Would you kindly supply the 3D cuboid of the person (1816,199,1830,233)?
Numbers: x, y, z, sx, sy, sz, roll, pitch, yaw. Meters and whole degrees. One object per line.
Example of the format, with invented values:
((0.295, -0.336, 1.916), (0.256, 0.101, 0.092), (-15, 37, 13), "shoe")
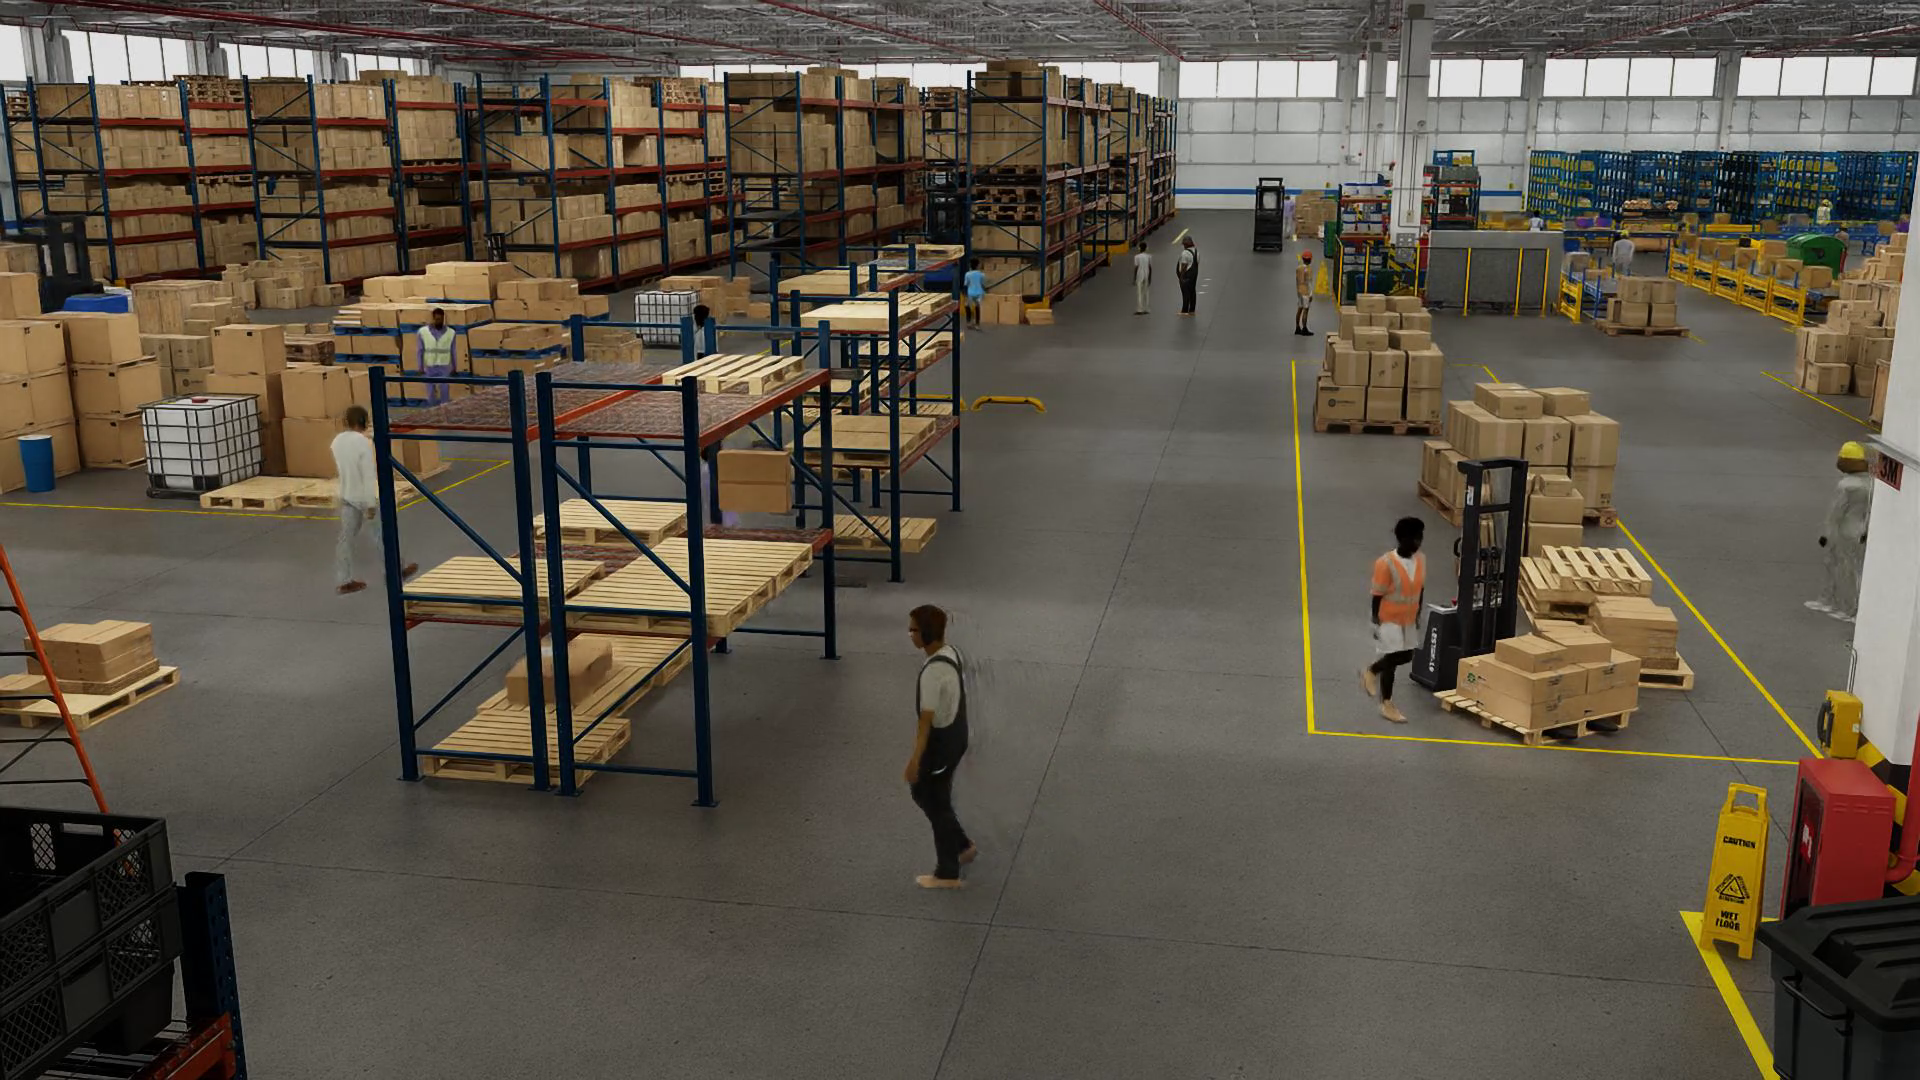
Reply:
((35.692, -13.150, 68.745), (0.404, 1.835, 0.587), (-6, 15, -24), "person")

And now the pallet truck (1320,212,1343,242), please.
((15.874, -13.227, 70.310), (0.680, 1.201, 1.601), (10, 17, 35), "pallet truck")

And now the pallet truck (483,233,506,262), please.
((-11.832, -7.026, 43.548), (1.885, 1.965, 0.823), (8, 16, 28), "pallet truck")

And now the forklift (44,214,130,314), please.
((-19.275, -5.659, 36.177), (1.873, 2.768, 1.129), (3, 14, 10), "forklift")

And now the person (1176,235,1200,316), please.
((5.730, -6.693, 42.106), (0.535, 2.000, 0.673), (12, 18, 40), "person")

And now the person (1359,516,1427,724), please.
((3.423, 0.592, 13.266), (0.551, 1.674, 0.558), (-8, 16, -29), "person")

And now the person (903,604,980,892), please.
((-0.151, 1.277, 10.185), (0.412, 1.827, 0.528), (2, 14, 6), "person")

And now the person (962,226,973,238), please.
((0.242, -9.491, 53.870), (0.644, 1.861, 1.006), (4, 14, 16), "person")

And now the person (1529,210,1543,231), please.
((21.644, -11.553, 62.575), (0.531, 1.690, 0.322), (8, 16, 30), "person")

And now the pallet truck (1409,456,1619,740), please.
((4.504, 0.400, 13.395), (0.823, 1.965, 1.885), (-6, 15, -23), "pallet truck")

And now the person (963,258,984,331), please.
((0.304, -5.782, 39.155), (0.540, 1.673, 0.630), (-5, 15, -21), "person")

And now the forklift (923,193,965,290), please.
((-0.405, -8.797, 48.920), (1.129, 2.768, 1.873), (3, 14, 10), "forklift")

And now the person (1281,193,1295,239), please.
((14.238, -14.081, 72.312), (0.635, 1.937, 0.352), (4, 14, 14), "person")

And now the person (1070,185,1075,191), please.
((6.122, -18.408, 90.371), (0.530, 1.690, 0.815), (3, 14, 13), "person")

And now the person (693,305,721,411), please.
((-3.994, -2.720, 26.160), (0.391, 1.956, 0.606), (4, 14, 15), "person")

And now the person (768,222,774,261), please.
((-6.182, -10.048, 55.763), (0.627, 2.014, 0.588), (3, 14, 14), "person")

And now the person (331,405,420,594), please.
((-6.033, -0.441, 16.999), (0.650, 1.898, 0.961), (9, 16, 31), "person")

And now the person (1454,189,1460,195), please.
((22.793, -15.115, 76.420), (0.664, 1.975, 0.487), (9, 16, 32), "person")

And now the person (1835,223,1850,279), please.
((27.871, -9.137, 52.594), (0.312, 1.768, 0.522), (-7, 15, -26), "person")

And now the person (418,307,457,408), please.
((-8.334, -2.778, 26.528), (0.623, 1.889, 0.592), (-6, 15, -22), "person")

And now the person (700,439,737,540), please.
((-2.256, -0.160, 15.894), (0.671, 1.892, 0.609), (2, 14, 9), "person")

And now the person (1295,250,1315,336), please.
((7.928, -5.659, 38.125), (0.368, 1.933, 0.553), (-6, 15, -23), "person")

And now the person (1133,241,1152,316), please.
((4.626, -6.639, 42.252), (0.518, 1.865, 0.323), (-6, 15, -22), "person")

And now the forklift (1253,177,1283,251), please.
((12.083, -12.747, 64.956), (1.129, 2.768, 1.873), (3, 14, 10), "forklift")

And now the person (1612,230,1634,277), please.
((19.262, -8.132, 48.448), (0.593, 1.792, 0.869), (3, 14, 11), "person")

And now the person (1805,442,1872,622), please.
((8.409, -0.097, 15.958), (0.512, 1.716, 0.684), (-11, 17, -37), "person")

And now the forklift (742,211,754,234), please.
((-9.066, -15.171, 74.797), (1.129, 2.768, 1.873), (3, 14, 10), "forklift")
